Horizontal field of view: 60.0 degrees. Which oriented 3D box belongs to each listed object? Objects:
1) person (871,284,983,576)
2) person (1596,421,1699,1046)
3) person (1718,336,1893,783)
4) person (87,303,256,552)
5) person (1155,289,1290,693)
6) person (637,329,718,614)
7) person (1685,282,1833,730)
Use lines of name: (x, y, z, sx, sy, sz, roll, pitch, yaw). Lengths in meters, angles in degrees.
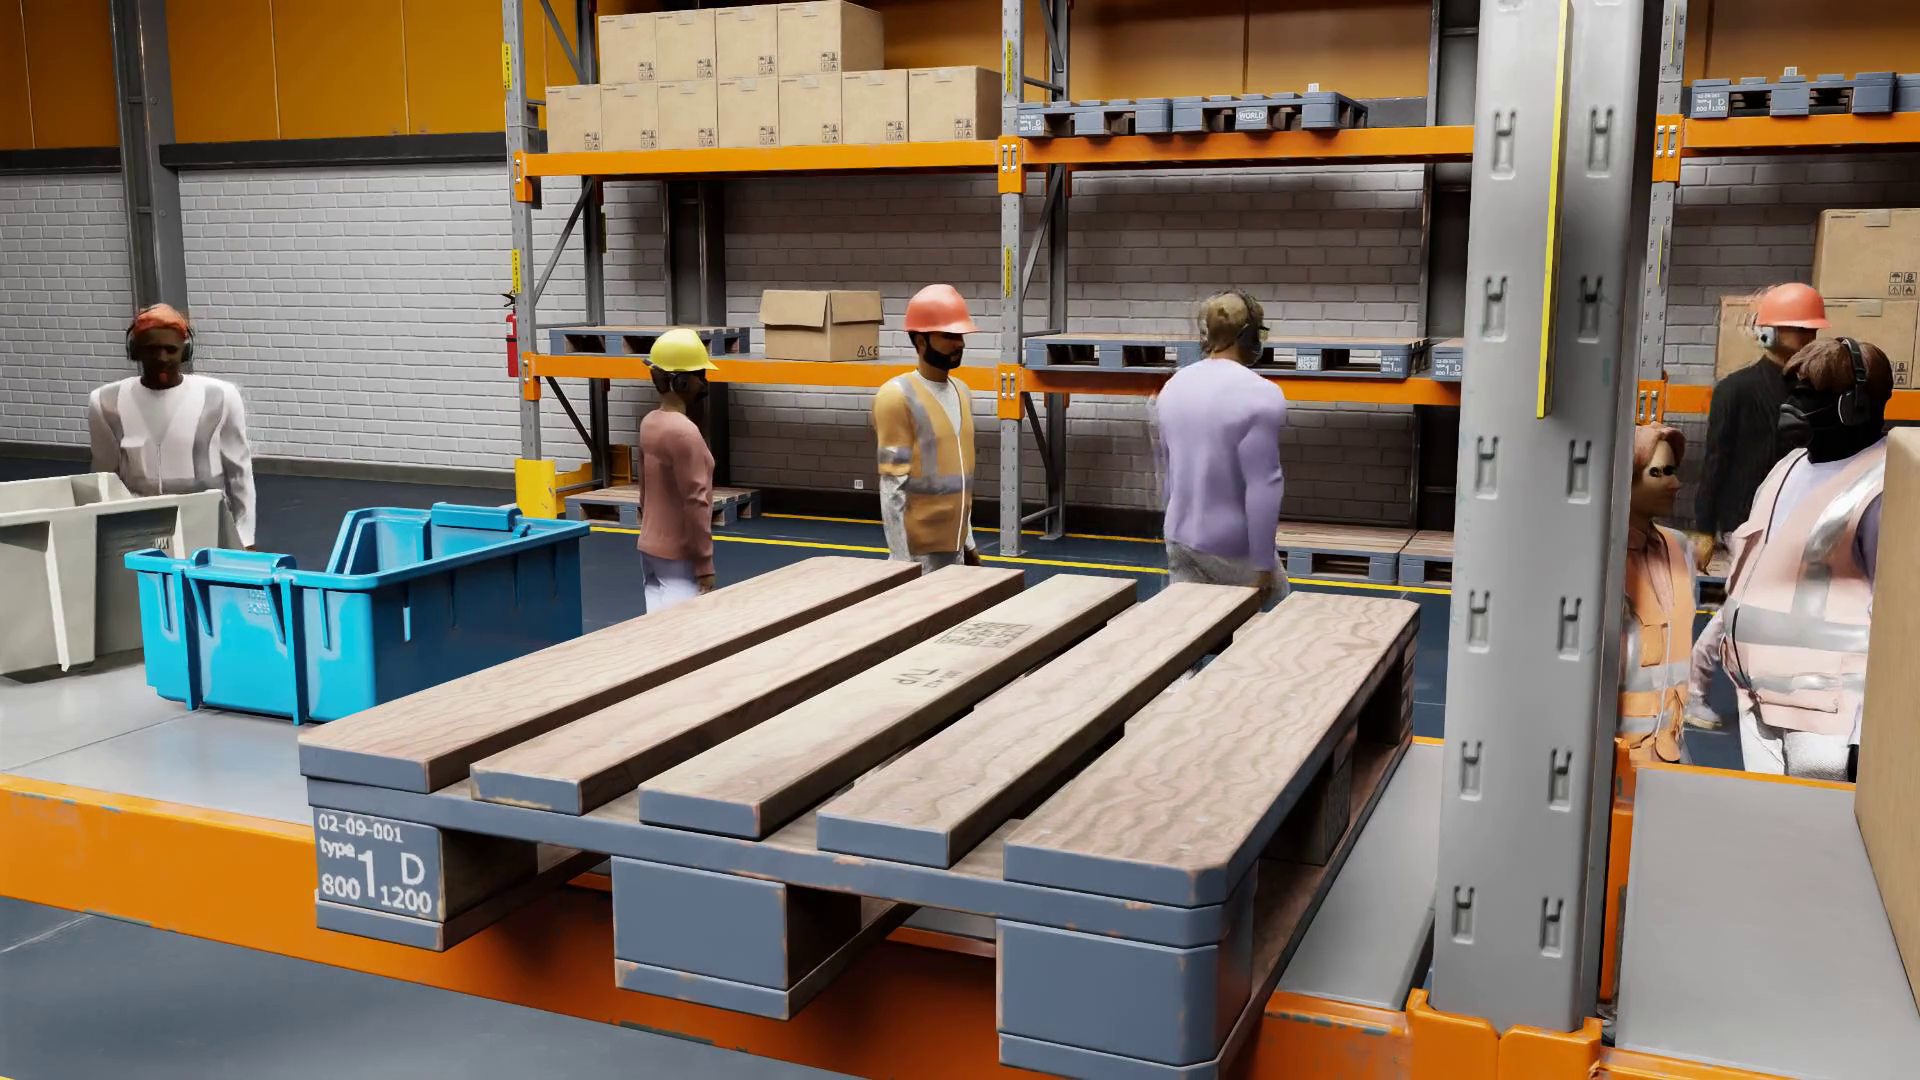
person: (-0.096, -0.006, 6.412, 0.364, 1.939, 0.542, 6, 11, 34)
person: (1.615, 0.525, 4.113, 0.514, 1.645, 0.308, -6, 11, -32)
person: (2.134, 0.416, 4.177, 0.429, 1.843, 0.633, 0, 9, -2)
person: (-3.146, -0.010, 6.658, 0.609, 1.860, 0.426, -1, 10, -6)
person: (1.026, 0.024, 6.280, 0.679, 1.914, 0.648, -7, 12, -37)
person: (-1.088, 0.065, 6.502, 0.322, 1.769, 0.523, -5, 11, -29)
person: (3.333, -0.089, 6.897, 0.630, 1.950, 1.009, -4, 10, -24)
